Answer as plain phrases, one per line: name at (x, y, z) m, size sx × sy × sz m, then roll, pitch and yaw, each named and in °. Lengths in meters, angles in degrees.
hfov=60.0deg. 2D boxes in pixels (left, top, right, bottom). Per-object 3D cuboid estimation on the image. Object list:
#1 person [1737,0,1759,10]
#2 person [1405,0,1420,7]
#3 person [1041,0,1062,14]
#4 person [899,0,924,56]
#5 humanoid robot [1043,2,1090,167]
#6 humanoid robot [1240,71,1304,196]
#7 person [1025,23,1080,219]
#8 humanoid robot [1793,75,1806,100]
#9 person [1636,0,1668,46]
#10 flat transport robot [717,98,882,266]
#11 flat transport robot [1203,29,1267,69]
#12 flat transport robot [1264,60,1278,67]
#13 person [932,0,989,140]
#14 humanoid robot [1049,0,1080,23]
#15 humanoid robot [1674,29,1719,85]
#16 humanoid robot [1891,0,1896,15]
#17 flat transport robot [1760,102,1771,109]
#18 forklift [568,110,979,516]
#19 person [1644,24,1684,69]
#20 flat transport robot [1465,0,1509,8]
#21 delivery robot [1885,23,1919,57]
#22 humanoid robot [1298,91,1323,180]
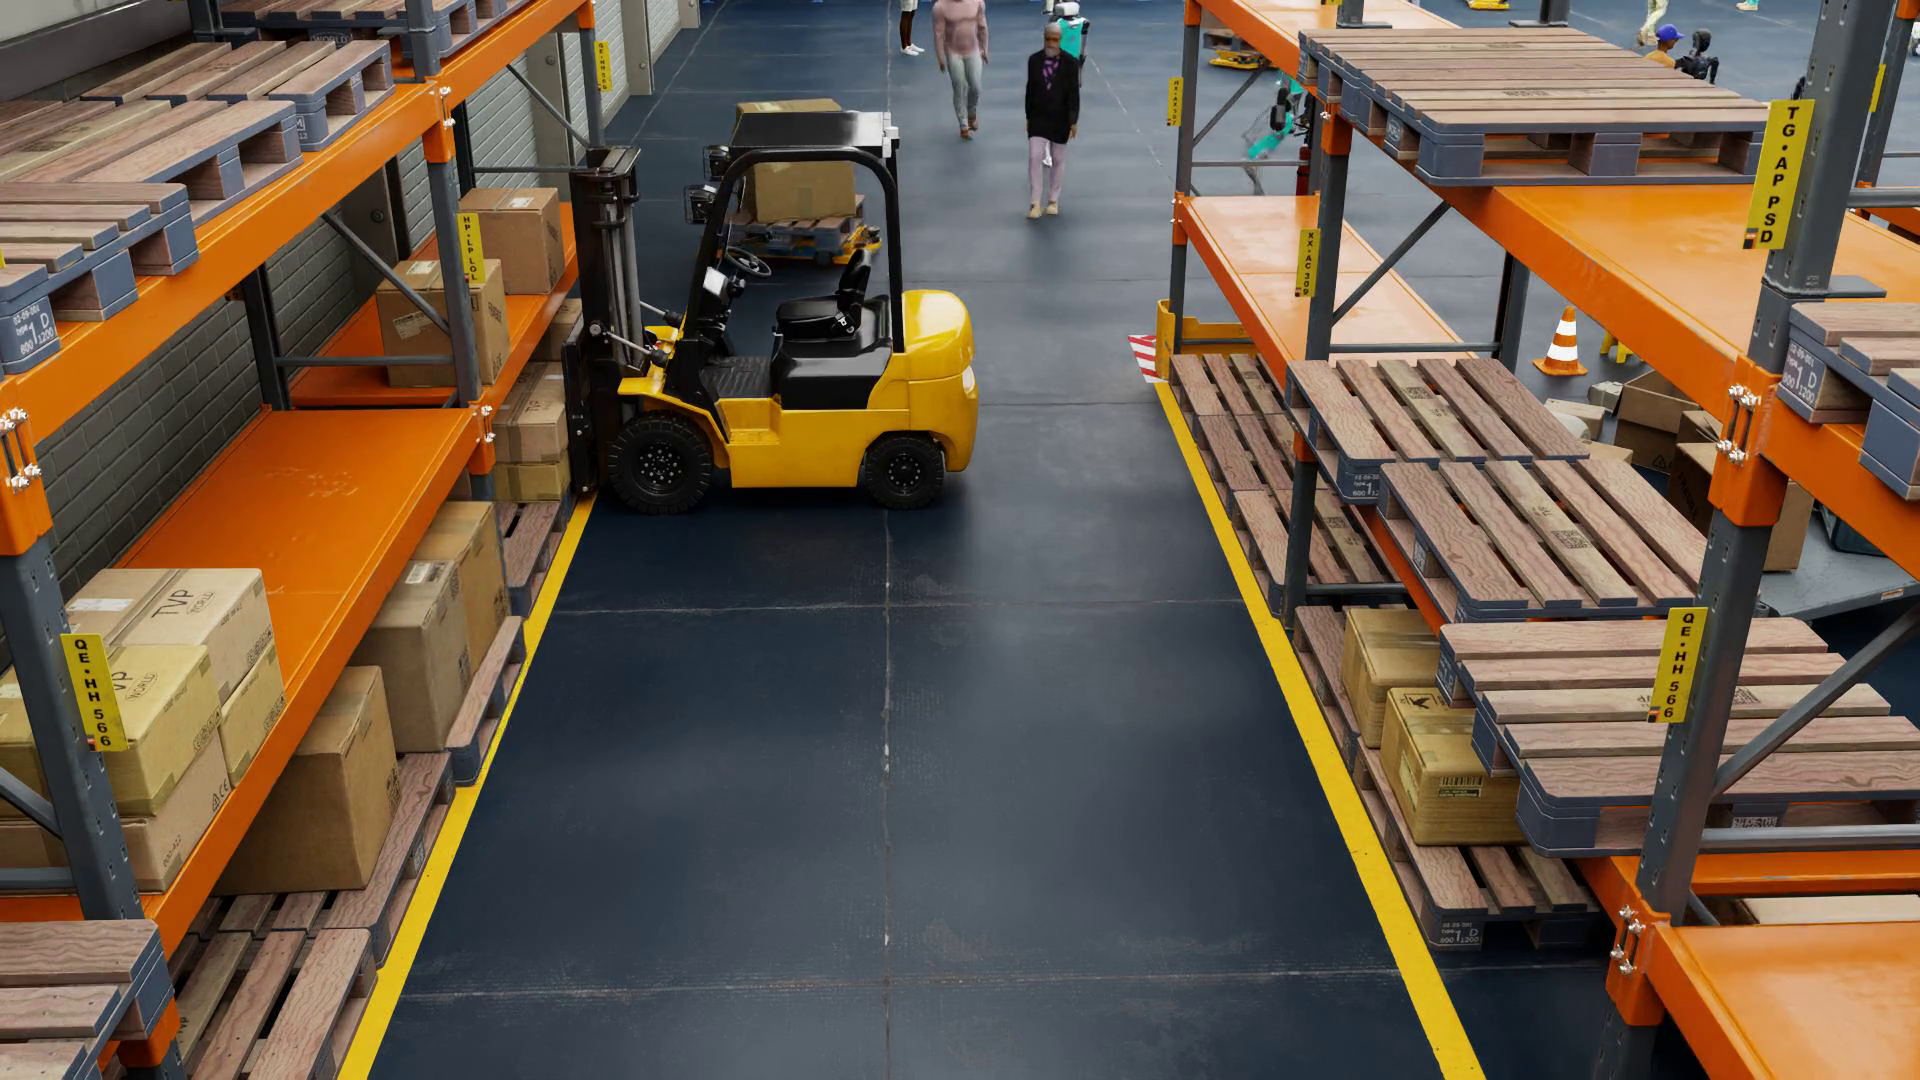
person at (14.047, -10.310, 29.211) m, size 0.378 × 1.917 × 0.491 m, roll 7°, pitch 26°, yaw 15°
person at (6.799, -8.369, 25.178) m, size 0.562 × 1.847 × 0.389 m, roll -3°, pitch 25°, yaw -7°
person at (1.612, -10.002, 28.743) m, size 0.562 × 1.751 × 0.338 m, roll -13°, pitch 28°, yaw -26°
person at (-0.750, -8.236, 24.836) m, size 0.374 × 1.901 × 0.543 m, roll 7°, pitch 26°, yaw 14°
humanoid robot at (0.987, -4.939, 18.067) m, size 0.550 × 1.790 × 0.814 m, roll -18°, pitch 30°, yaw -33°
humanoid robot at (3.056, -4.120, 16.449) m, size 0.714 × 1.888 × 0.546 m, roll 13°, pitch 28°, yaw 26°
person at (0.856, -3.973, 15.873) m, size 0.546 × 1.834 × 0.756 m, roll 5°, pitch 26°, yaw 10°
humanoid robot at (7.955, -3.782, 15.664) m, size 0.324 × 1.646 × 0.589 m, roll -8°, pitch 26°, yaw -16°
person at (10.645, -8.491, 25.415) m, size 0.748 × 1.871 × 0.526 m, roll -20°, pitch 32°, yaw -36°
flat transport robot at (-1.468, -2.679, 14.977) m, size 1.431 × 0.231 × 0.659 m, roll 4°, pitch 26°, yaw 9°
flat transport robot at (4.334, -7.081, 24.300) m, size 0.659 × 0.231 × 1.431 m, roll 23°, pitch 34°, yaw 40°
flat transport robot at (4.899, -7.122, 24.385) m, size 1.431 × 0.231 × 0.659 m, roll -16°, pitch 30°, yaw -30°
person at (0.007, -5.620, 19.306) m, size 0.681 × 1.898 × 0.533 m, roll -5°, pitch 26°, yaw -10°
humanoid robot at (1.472, -7.347, 23.212) m, size 0.305 × 1.651 × 0.612 m, roll 18°, pitch 31°, yaw 33°
humanoid robot at (7.369, -4.364, 16.912) m, size 0.601 × 1.639 × 0.391 m, roll -5°, pitch 26°, yaw -10°
humanoid robot at (16.301, -9.846, 28.515) m, size 0.606 × 1.650 × 0.402 m, roll -22°, pitch 33°, yaw -38°
flat transport robot at (8.692, -3.972, 17.715) m, size 0.659 × 0.231 × 1.431 m, roll 14°, pitch 29°, yaw 27°
forklift at (-1.043, -1.379, 9.976) m, size 2.313 × 2.155 × 1.214 m, roll -1°, pitch 25°, yaw -2°
person at (6.954, -4.281, 16.673) m, size 0.362 × 1.718 × 0.449 m, roll -9°, pitch 27°, yaw -19°
flat transport robot at (9.482, -9.770, 29.993) m, size 0.659 × 0.231 × 1.431 m, roll 4°, pitch 26°, yaw 9°
delivery robot at (14.402, -7.593, 25.062) m, size 0.807 × 0.606 × 0.499 m, roll -14°, pitch 29°, yaw -28°
humanoid robot at (3.679, -4.441, 17.070) m, size 0.380 × 1.642 × 0.593 m, roll 11°, pitch 28°, yaw 23°
